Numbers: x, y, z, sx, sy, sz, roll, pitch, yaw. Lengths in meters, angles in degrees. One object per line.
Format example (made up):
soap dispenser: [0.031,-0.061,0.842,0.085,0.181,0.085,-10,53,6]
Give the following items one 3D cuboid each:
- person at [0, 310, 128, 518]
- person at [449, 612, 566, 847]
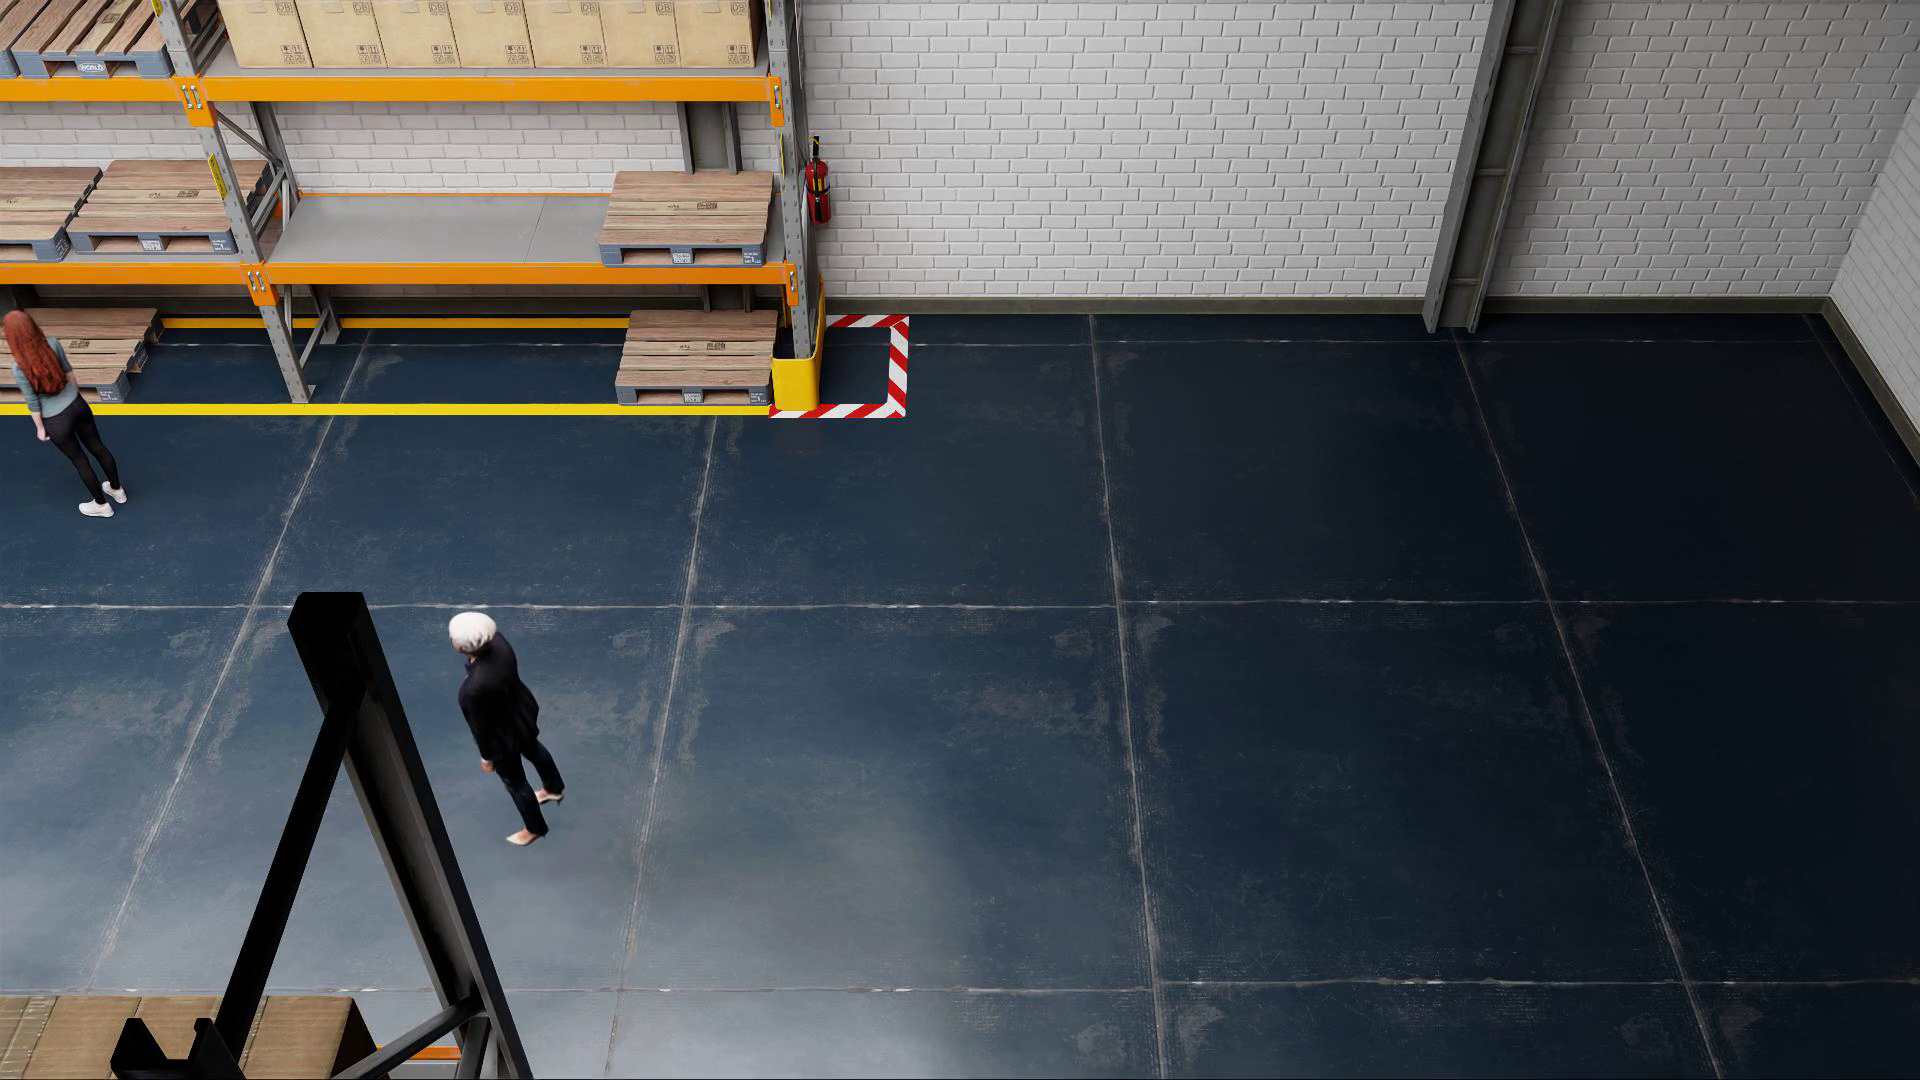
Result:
person: [-6.280,-0.879,11.658,0.667,1.742,0.660,17,46,17]
person: [-2.426,0.964,8.940,0.639,1.776,0.758,7,44,7]
